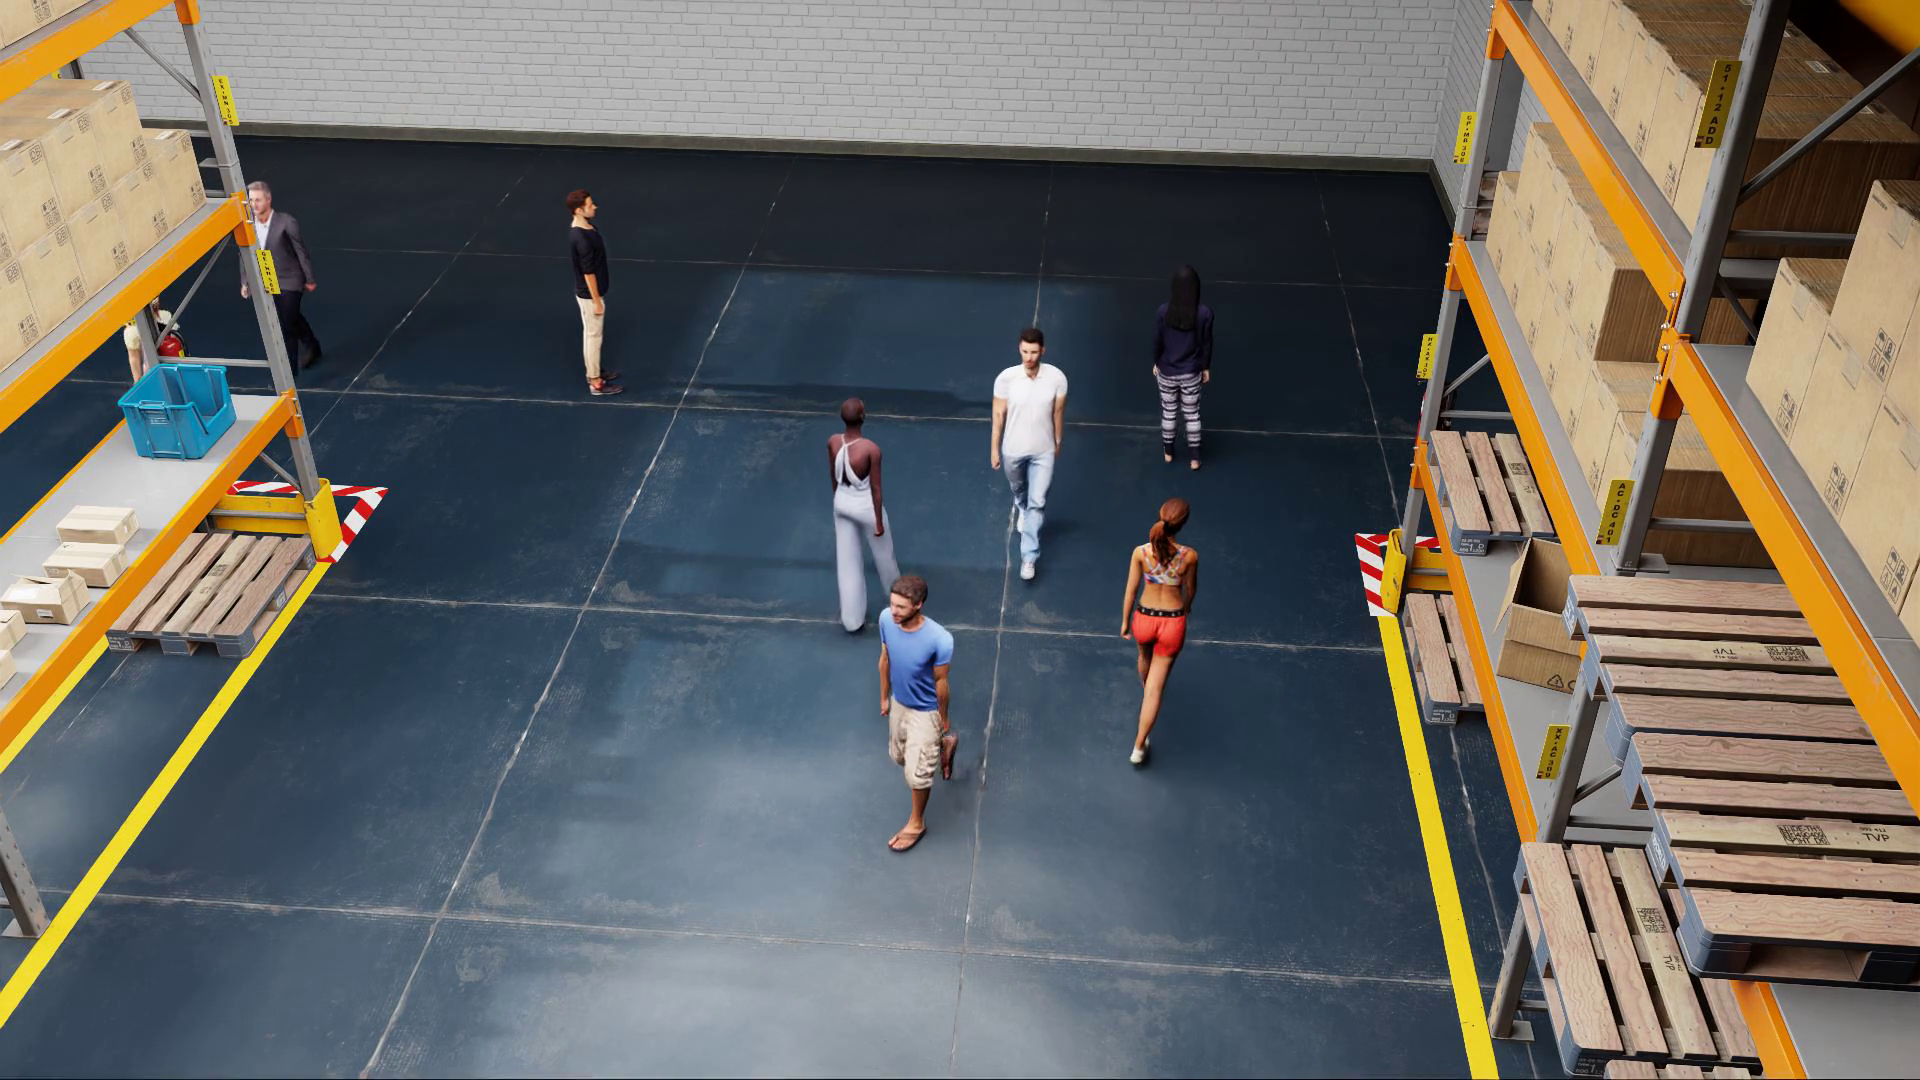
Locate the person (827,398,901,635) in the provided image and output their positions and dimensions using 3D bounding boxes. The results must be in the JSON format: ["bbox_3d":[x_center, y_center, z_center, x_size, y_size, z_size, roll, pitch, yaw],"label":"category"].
[{"bbox_3d":[-0.735,-0.121,11.295,0.801,1.762,0.979,16,37,22],"label":"person"}]

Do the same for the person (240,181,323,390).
[{"bbox_3d":[-5.887,-2.288,14.521,0.877,1.801,1.222,10,35,14],"label":"person"}]

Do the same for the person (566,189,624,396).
[{"bbox_3d":[-3.170,-2.124,14.224,0.759,1.855,0.589,-8,35,-12],"label":"person"}]

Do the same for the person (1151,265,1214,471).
[{"bbox_3d":[1.736,-1.341,13.163,0.646,1.726,0.638,7,34,10],"label":"person"}]

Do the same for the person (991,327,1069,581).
[{"bbox_3d":[0.508,-0.721,12.146,0.748,1.820,1.208,5,34,8],"label":"person"}]

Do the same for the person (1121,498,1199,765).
[{"bbox_3d":[1.216,0.609,10.216,0.703,1.741,1.166,7,34,11],"label":"person"}]

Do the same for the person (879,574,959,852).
[{"bbox_3d":[-0.192,0.912,9.671,0.953,1.841,1.130,21,39,29],"label":"person"}]
